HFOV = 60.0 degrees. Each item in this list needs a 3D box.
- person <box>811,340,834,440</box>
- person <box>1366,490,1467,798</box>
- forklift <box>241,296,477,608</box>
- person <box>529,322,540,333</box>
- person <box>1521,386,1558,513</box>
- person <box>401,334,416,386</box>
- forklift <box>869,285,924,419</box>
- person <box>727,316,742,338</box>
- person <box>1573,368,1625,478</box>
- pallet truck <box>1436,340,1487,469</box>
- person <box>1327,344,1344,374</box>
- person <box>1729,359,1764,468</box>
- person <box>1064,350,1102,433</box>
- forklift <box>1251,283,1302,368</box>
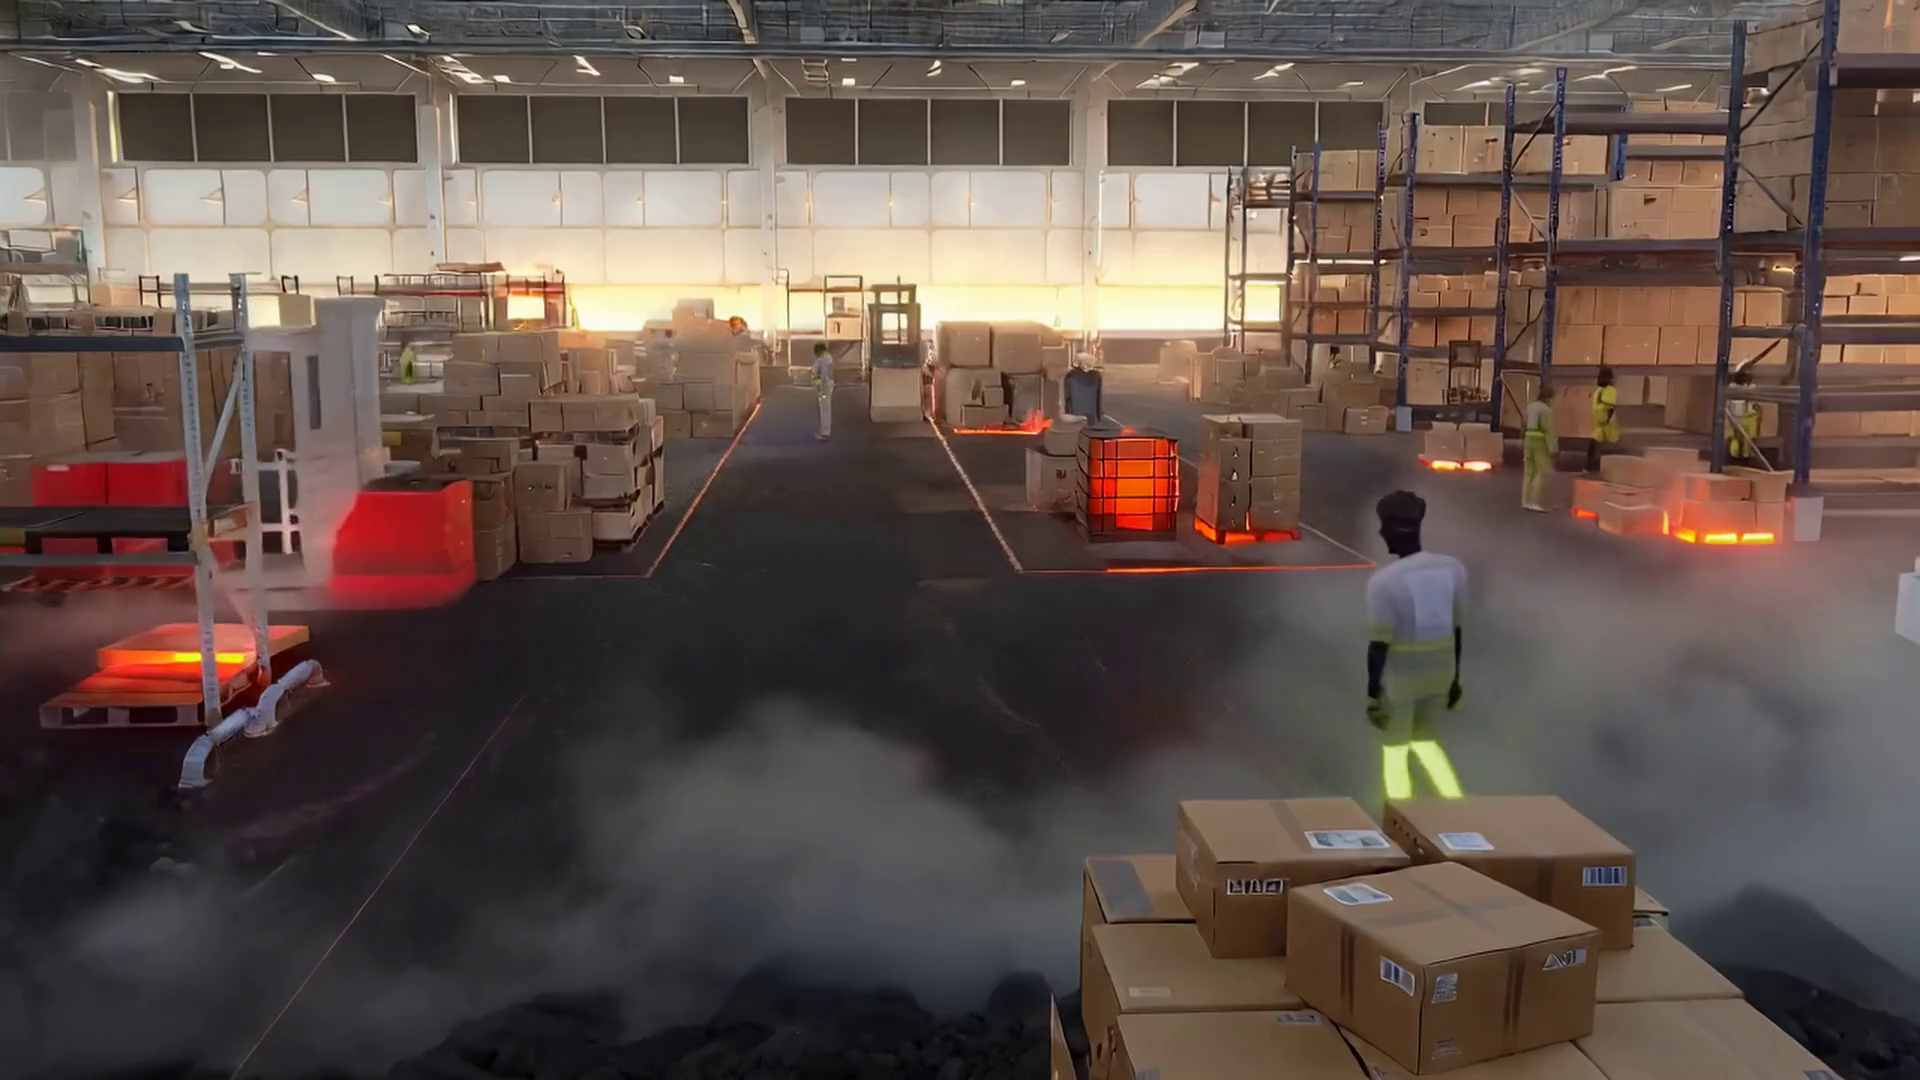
[{"bbox_3d":[-2.536,-2.773,30.710,0.429,1.840,0.624,-2,9,-11],"label":"person"},{"bbox_3d":[2.335,0.720,8.440,0.639,1.943,0.553,-4,10,-23],"label":"person"},{"bbox_3d":[-5.561,-0.847,15.346,1.873,2.768,1.129,-1,9,-4],"label":"forklift"},{"bbox_3d":[-9.914,-4.127,38.879,0.552,1.942,0.343,5,10,30],"label":"person"},{"bbox_3d":[7.386,-1.163,21.289,0.352,1.623,0.582,-3,9,-16],"label":"person"},{"bbox_3d":[-12.671,-3.920,38.360,0.544,1.684,0.546,-4,10,-25],"label":"person"},{"bbox_3d":[-1.353,-3.995,35.116,1.129,2.768,1.873,-1,9,-4],"label":"forklift"},{"bbox_3d":[-5.685,-4.658,42.048,0.379,1.996,0.611,1,9,6],"label":"person"},{"bbox_3d":[9.629,-1.730,24.704,0.823,1.662,0.530,-1,9,-3],"label":"person"},{"bbox_3d":[8.004,-2.170,26.422,0.823,1.965,1.885,2,9,14],"label":"pallet truck"},{"bbox_3d":[7.847,-3.324,34.931,0.875,1.590,0.541,-2,9,-10],"label":"person"},{"bbox_3d":[10.296,-1.418,21.892,0.378,1.932,0.551,-1,9,-8],"label":"person"},{"bbox_3d":[1.819,-1.826,24.457,0.629,1.936,0.374,-5,10,-30],"label":"person"},{"bbox_3d":[8.502,-5.217,42.786,1.873,2.768,1.129,-1,9,-4],"label":"forklift"}]
